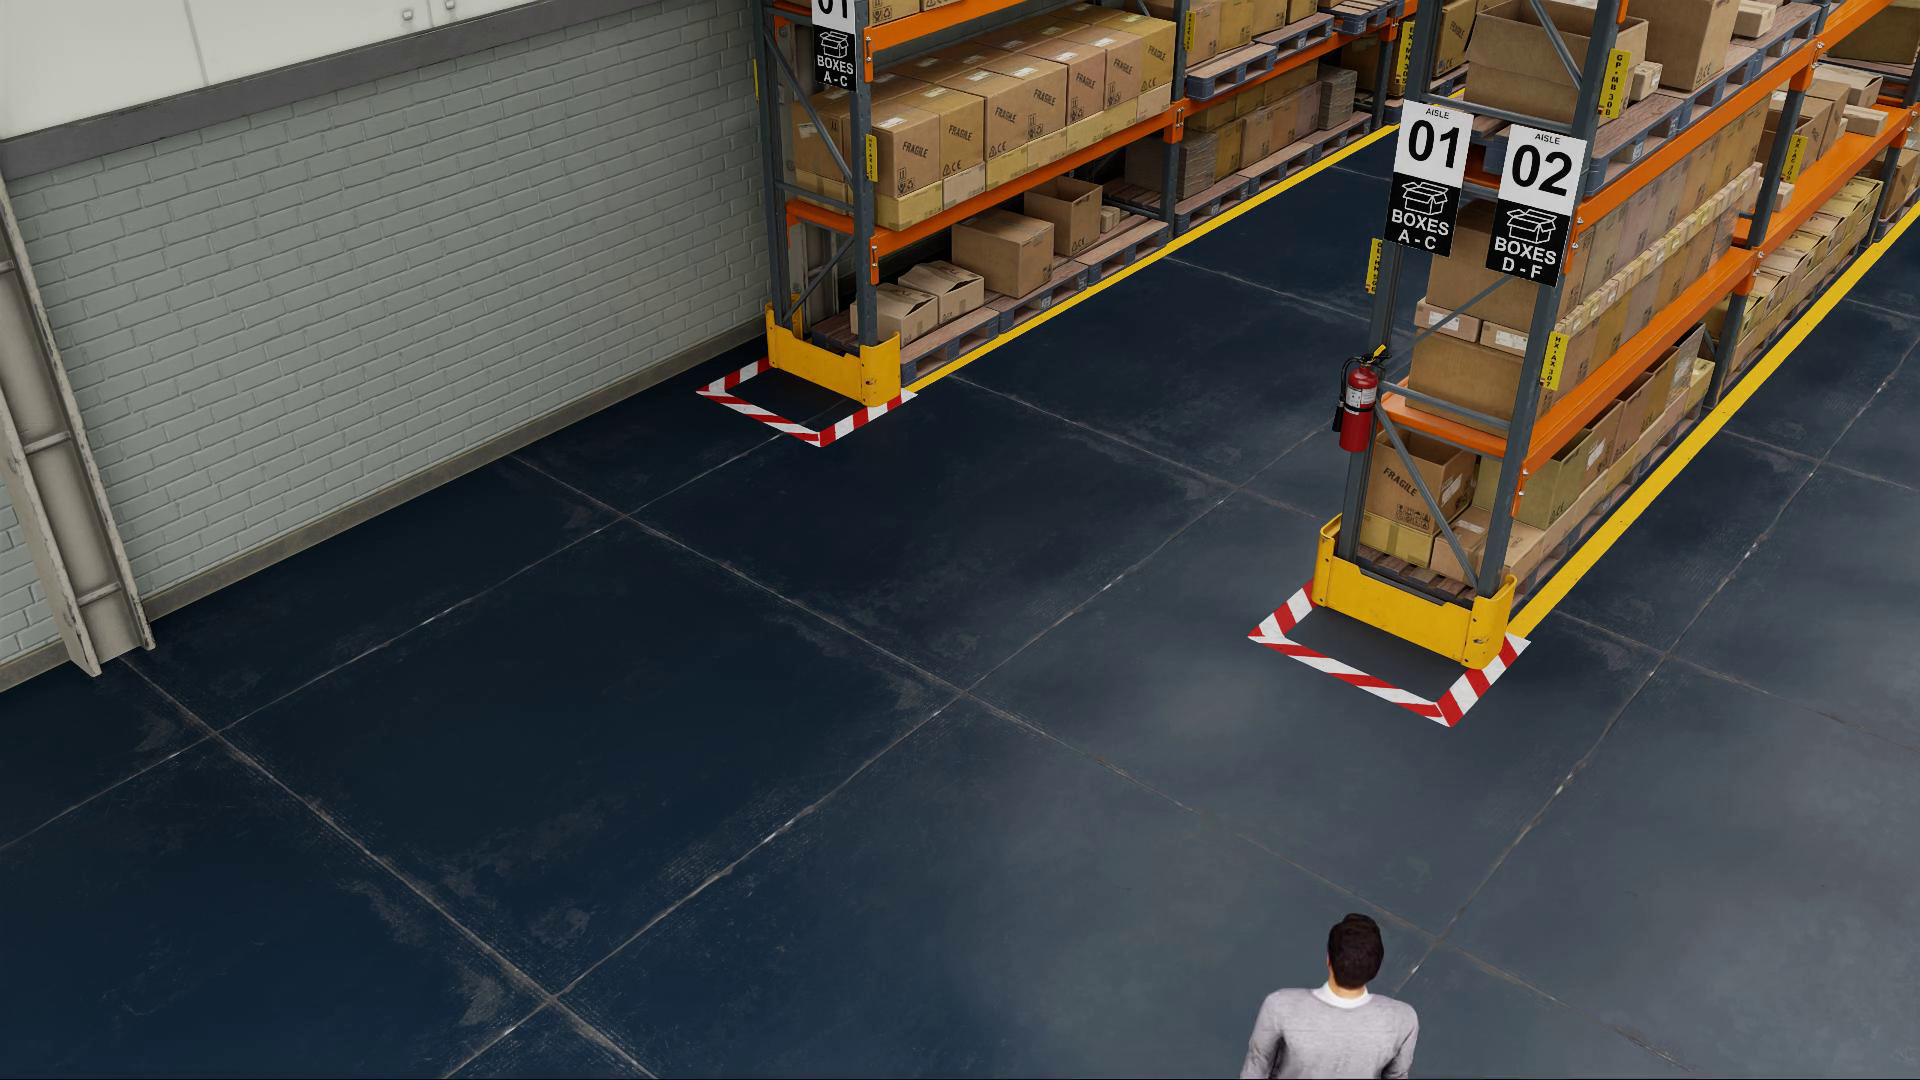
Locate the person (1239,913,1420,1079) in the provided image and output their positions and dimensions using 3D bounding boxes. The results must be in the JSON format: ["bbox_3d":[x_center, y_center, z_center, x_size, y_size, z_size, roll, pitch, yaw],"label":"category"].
[{"bbox_3d":[1.287,2.139,6.000,1.193,1.913,1.312,1,33,1],"label":"person"}]
